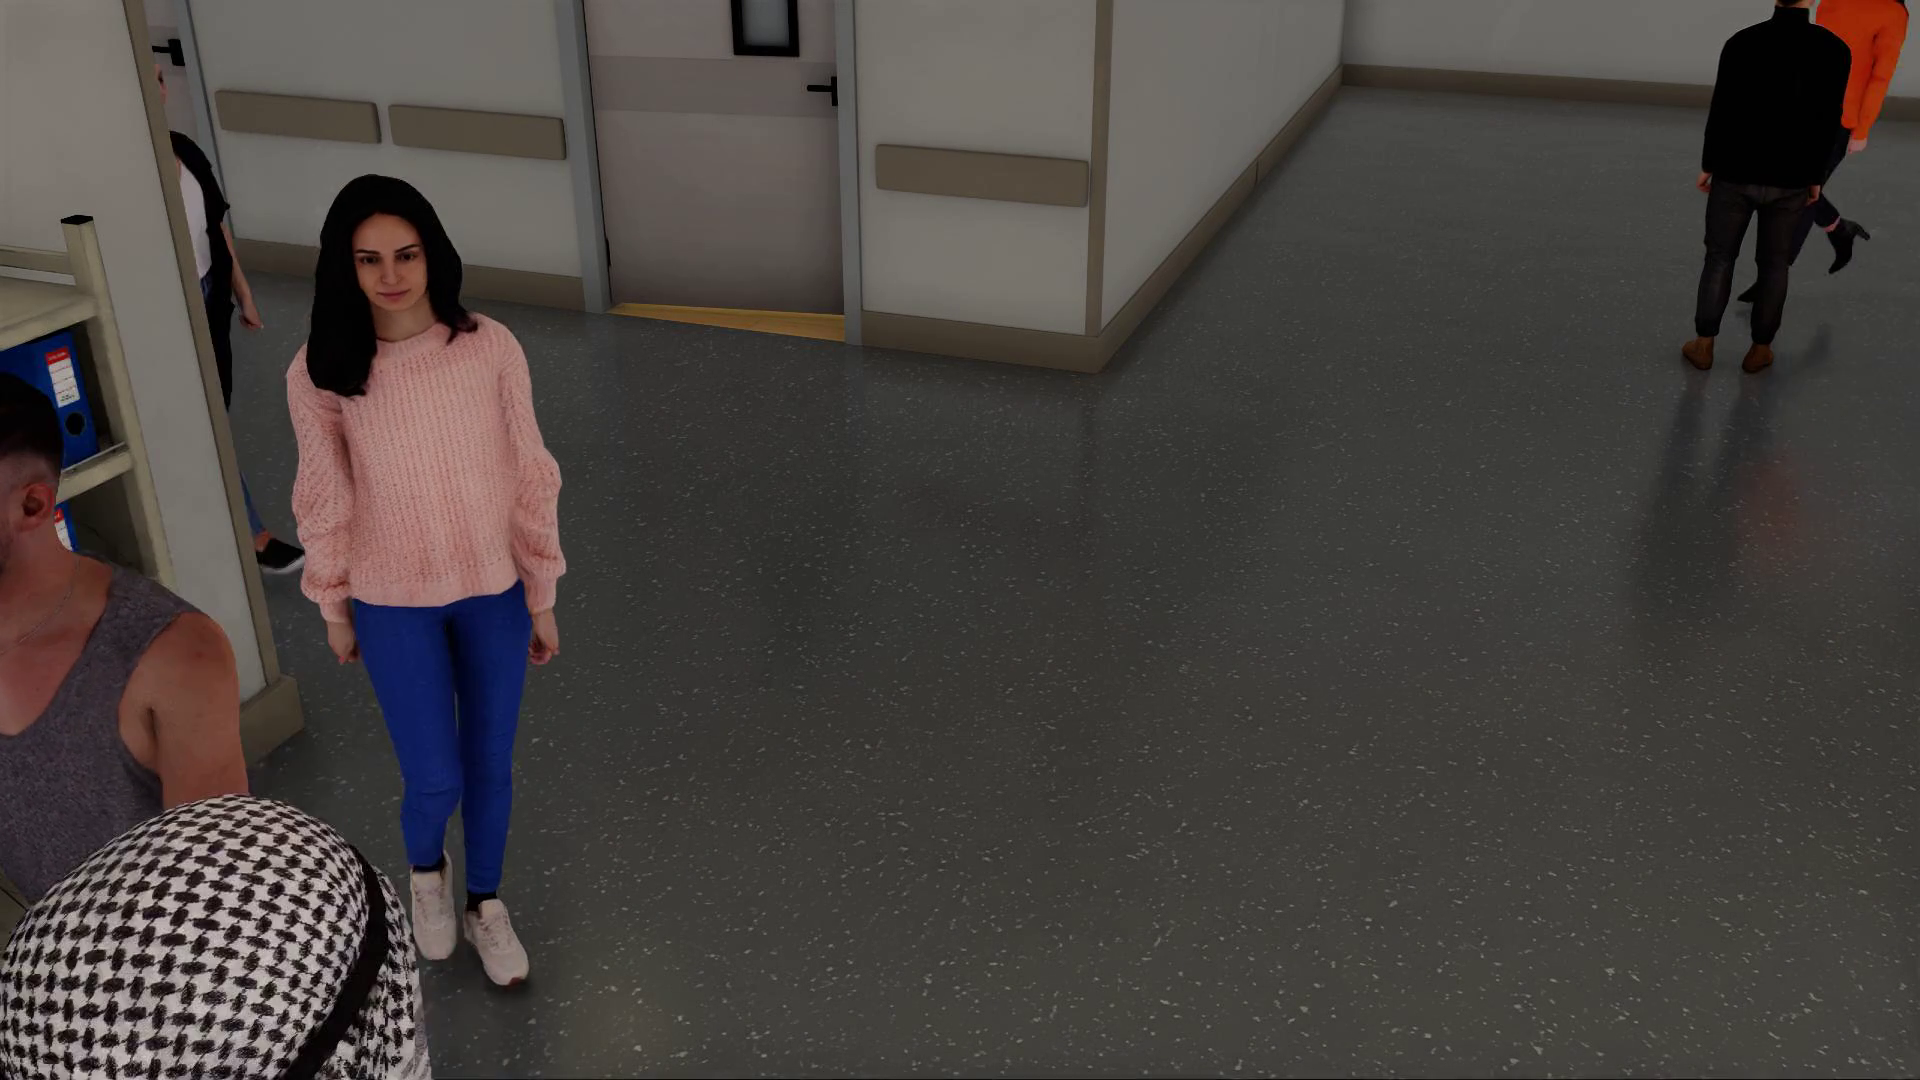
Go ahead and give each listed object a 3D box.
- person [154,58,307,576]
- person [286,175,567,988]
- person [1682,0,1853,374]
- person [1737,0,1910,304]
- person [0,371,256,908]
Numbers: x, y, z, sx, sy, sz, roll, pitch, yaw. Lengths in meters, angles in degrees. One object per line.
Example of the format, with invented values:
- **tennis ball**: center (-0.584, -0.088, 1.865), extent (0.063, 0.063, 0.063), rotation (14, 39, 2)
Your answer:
- **person**: center (-2.519, -0.691, 5.155), extent (0.698, 1.654, 0.901), rotation (10, 28, 20)
- **person**: center (-1.065, 0.106, 3.386), extent (0.787, 1.754, 0.851), rotation (-11, 28, -22)
- **person**: center (3.309, -1.543, 6.843), extent (0.639, 1.722, 0.528), rotation (10, 27, 20)
- **person**: center (4.023, -1.896, 7.582), extent (0.980, 1.717, 0.953), rotation (-5, 26, -11)
- **person**: center (-1.127, 0.557, 2.475), extent (0.665, 1.827, 0.649), rotation (6, 26, 12)
